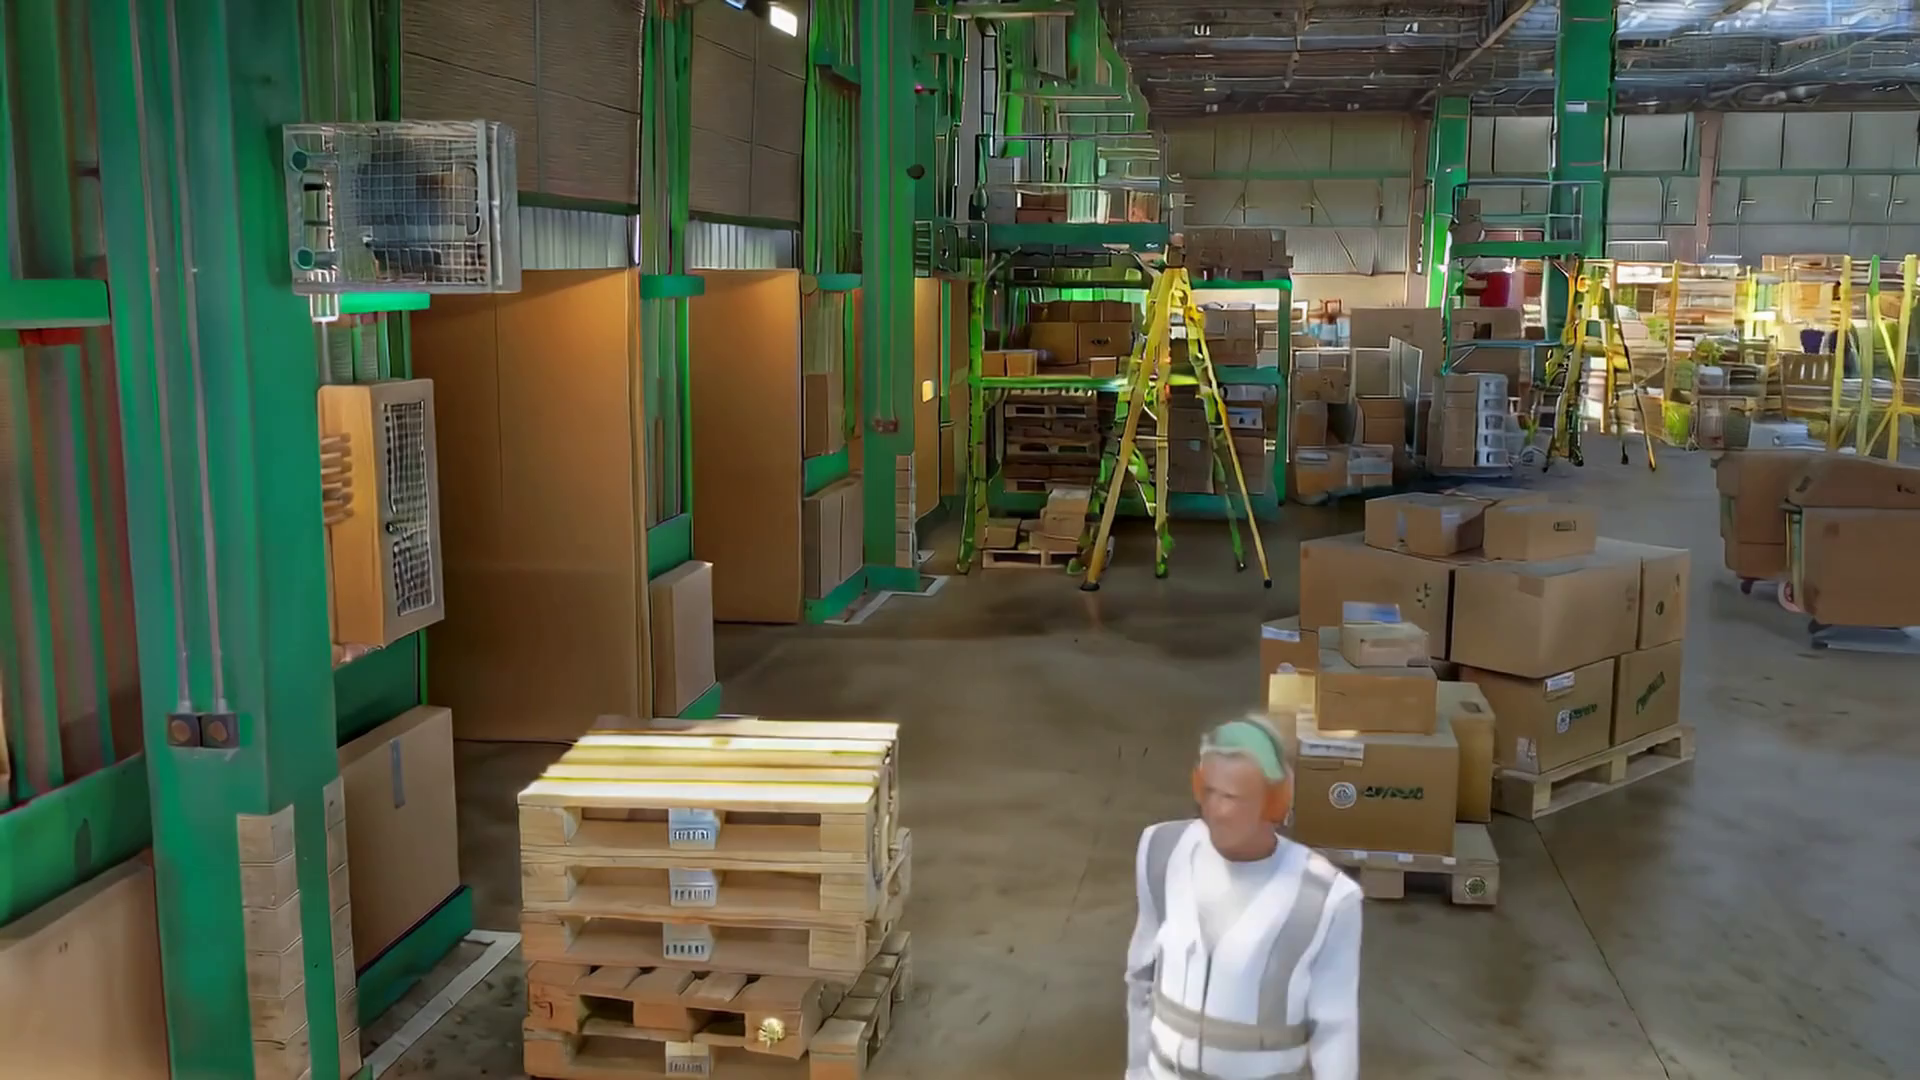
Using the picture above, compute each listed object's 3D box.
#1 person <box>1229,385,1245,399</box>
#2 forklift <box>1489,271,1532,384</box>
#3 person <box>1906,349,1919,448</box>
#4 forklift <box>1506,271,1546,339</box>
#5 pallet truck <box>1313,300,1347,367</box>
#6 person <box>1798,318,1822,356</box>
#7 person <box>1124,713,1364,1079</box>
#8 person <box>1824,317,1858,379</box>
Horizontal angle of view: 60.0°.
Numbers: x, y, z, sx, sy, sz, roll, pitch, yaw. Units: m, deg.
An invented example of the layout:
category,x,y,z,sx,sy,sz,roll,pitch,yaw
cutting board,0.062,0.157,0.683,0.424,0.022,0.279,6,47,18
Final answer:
category,x,y,z,sx,sy,sz,roll,pitch,yaw
person,5.786,-3.565,34.569,0.514,1.641,0.307,9,13,44
forklift,13.423,-5.322,41.592,1.873,2.768,1.129,1,9,9
person,15.495,-2.343,26.751,0.335,1.735,0.484,5,10,28
forklift,15.023,-5.952,45.476,1.873,2.768,1.129,-3,10,-17
pallet truck,11.159,-6.200,49.718,0.823,1.965,1.885,4,10,26
person,21.460,-4.785,42.020,0.531,1.664,0.785,4,10,25
person,0.608,1.305,3.820,0.612,1.867,0.411,7,12,38
person,18.189,-3.663,34.318,0.628,1.926,0.427,0,9,0
